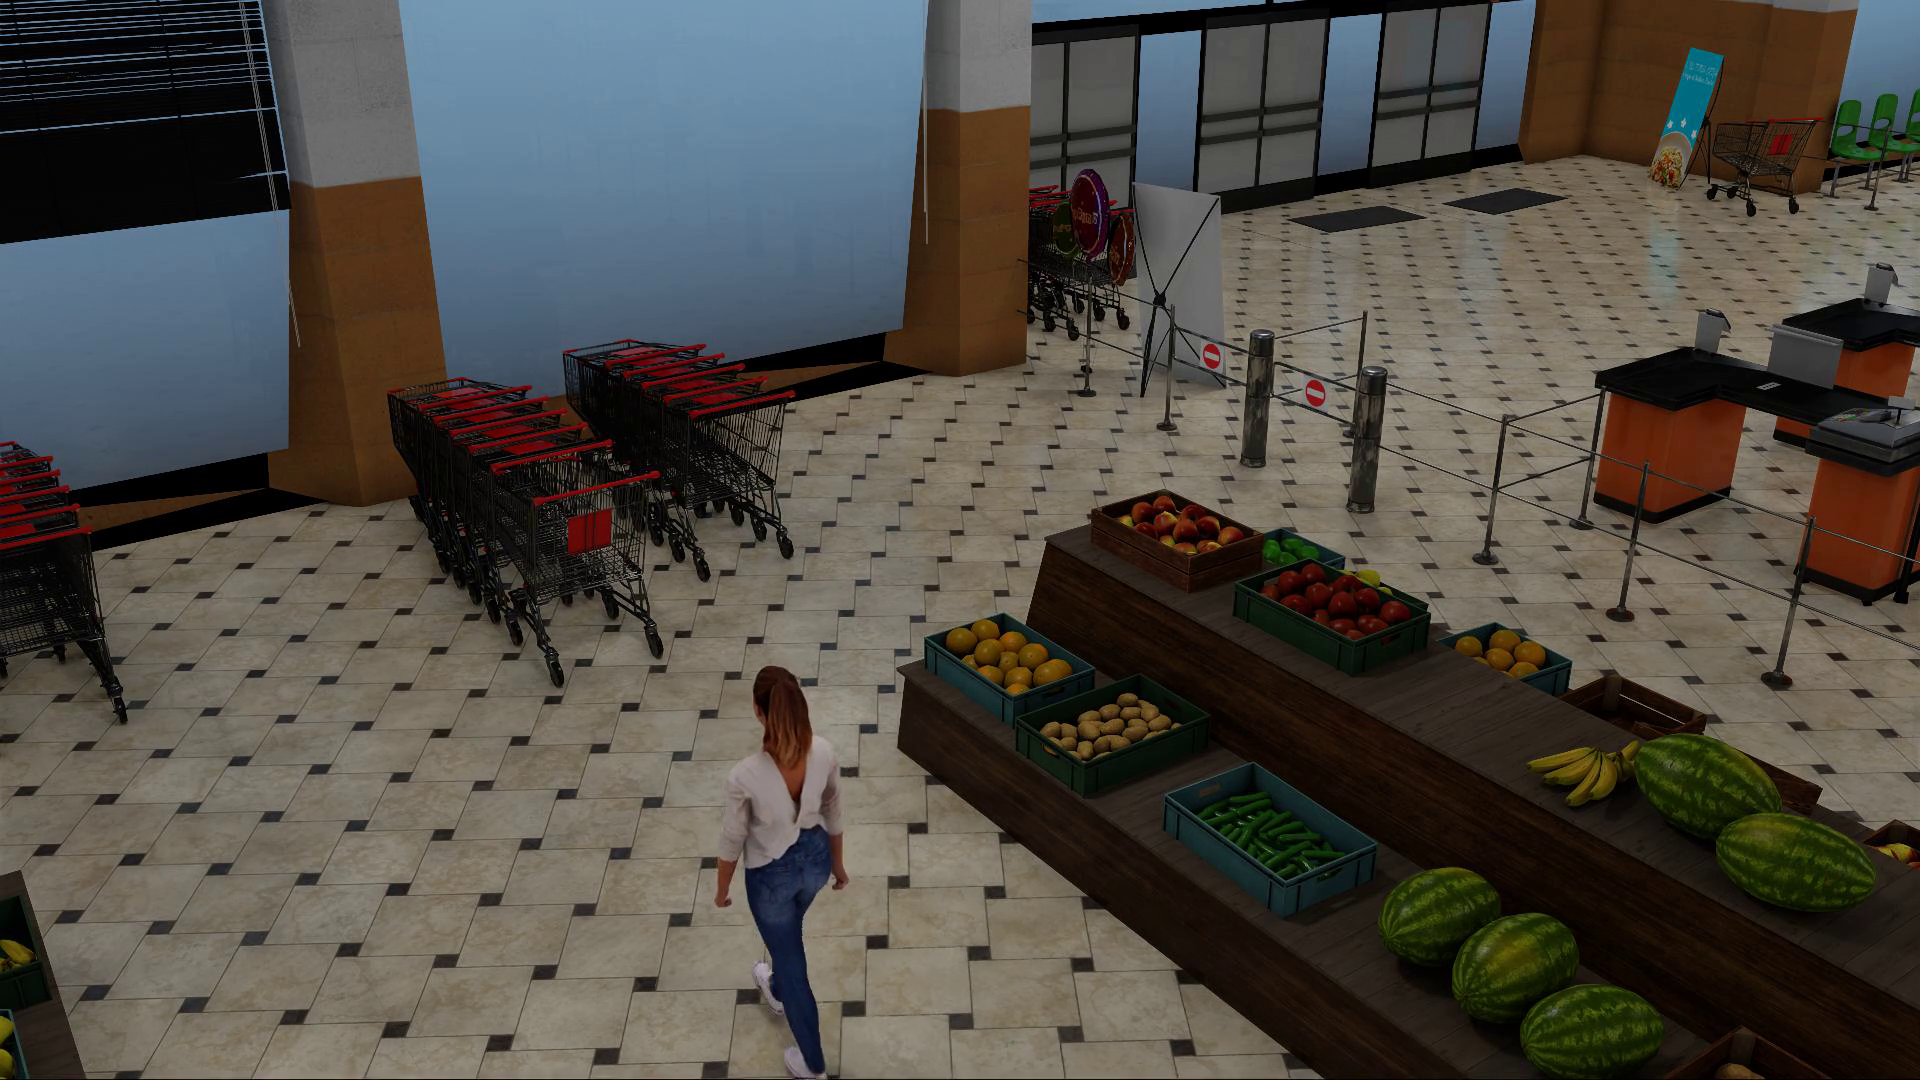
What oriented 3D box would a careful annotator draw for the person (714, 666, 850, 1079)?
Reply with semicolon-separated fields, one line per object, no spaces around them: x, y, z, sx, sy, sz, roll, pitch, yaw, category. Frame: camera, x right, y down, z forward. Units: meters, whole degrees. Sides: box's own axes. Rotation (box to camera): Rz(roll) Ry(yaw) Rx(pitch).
-0.580;1.278;6.052;0.651;1.699;0.923;-18;29;-35;person
